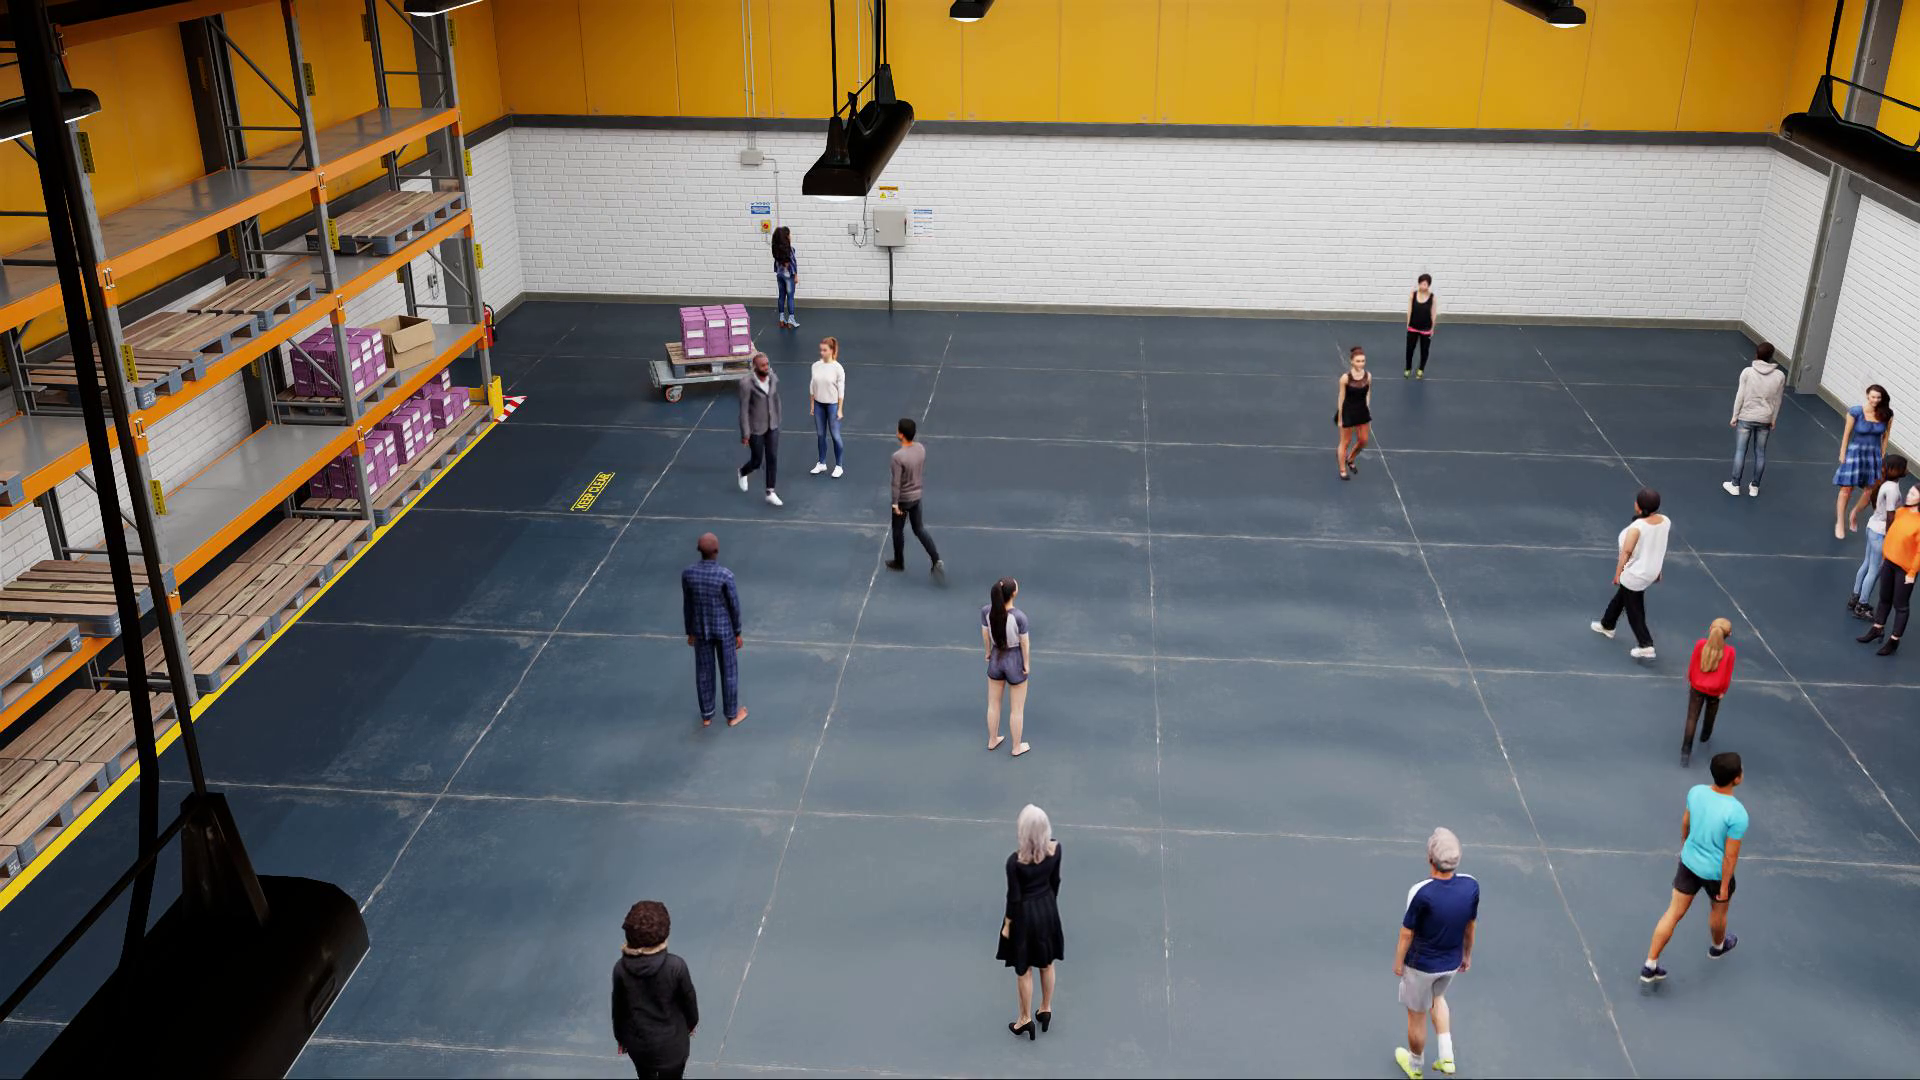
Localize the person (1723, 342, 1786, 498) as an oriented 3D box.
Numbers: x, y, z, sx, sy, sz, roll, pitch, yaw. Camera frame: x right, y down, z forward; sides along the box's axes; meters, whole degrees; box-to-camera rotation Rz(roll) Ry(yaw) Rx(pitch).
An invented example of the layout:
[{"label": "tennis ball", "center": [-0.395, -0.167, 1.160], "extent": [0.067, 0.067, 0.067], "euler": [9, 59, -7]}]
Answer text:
[{"label": "person", "center": [9.378, -1.425, 19.623], "extent": [0.684, 1.851, 0.603], "euler": [4, 24, 9]}]

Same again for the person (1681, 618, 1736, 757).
[{"label": "person", "center": [6.355, 1.269, 14.190], "extent": [0.711, 1.265, 0.970], "euler": [12, 26, 25]}]

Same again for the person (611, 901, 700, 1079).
[{"label": "person", "center": [-1.781, 2.953, 9.732], "extent": [0.713, 1.752, 0.997], "euler": [-1, 24, -2]}]

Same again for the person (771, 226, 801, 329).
[{"label": "person", "center": [-2.734, -4.142, 26.143], "extent": [0.697, 1.607, 0.722], "euler": [18, 29, 35]}]

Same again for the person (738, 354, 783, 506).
[{"label": "person", "center": [-2.364, -1.315, 19.430], "extent": [1.065, 1.803, 1.130], "euler": [-18, 29, -35]}]

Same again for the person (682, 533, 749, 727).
[{"label": "person", "center": [-2.163, 0.785, 14.608], "extent": [0.660, 1.819, 0.579], "euler": [3, 24, 7]}]

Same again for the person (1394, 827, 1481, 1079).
[{"label": "person", "center": [2.985, 2.648, 10.333], "extent": [0.783, 1.829, 0.840], "euler": [-8, 25, -17]}]

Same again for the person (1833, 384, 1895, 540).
[{"label": "person", "center": [9.976, -0.883, 18.452], "extent": [0.681, 1.796, 0.692], "euler": [4, 24, 10]}]

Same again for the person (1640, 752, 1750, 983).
[{"label": "person", "center": [5.000, 2.272, 11.317], "extent": [1.151, 1.729, 1.195], "euler": [-13, 27, -28]}]

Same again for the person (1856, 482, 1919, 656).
[{"label": "person", "center": [9.011, 0.256, 15.906], "extent": [0.717, 1.748, 0.550], "euler": [-2, 24, -5]}]

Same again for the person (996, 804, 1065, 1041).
[{"label": "person", "center": [0.468, 2.477, 10.826], "extent": [0.699, 1.747, 0.738], "euler": [-14, 27, -28]}]

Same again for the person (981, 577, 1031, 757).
[{"label": "person", "center": [0.399, 1.067, 14.172], "extent": [0.666, 1.651, 0.656], "euler": [12, 26, 26]}]

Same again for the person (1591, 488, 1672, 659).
[{"label": "person", "center": [6.480, 0.337, 15.842], "extent": [1.032, 1.651, 1.181], "euler": [-13, 27, -27]}]

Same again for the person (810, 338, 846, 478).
[{"label": "person", "center": [-1.608, -1.619, 20.230], "extent": [0.676, 1.720, 0.652], "euler": [10, 26, 23]}]

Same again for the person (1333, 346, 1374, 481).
[{"label": "person", "center": [4.727, -1.552, 20.144], "extent": [0.683, 1.666, 0.721], "euler": [-6, 24, -12]}]

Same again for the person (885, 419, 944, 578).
[{"label": "person", "center": [-0.483, -0.417, 17.445], "extent": [1.056, 1.748, 1.101], "euler": [-12, 26, -26]}]

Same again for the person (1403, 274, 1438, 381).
[{"label": "person", "center": [6.620, -3.072, 23.782], "extent": [0.650, 1.539, 0.718], "euler": [9, 25, 20]}]

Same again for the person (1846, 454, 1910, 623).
[{"label": "person", "center": [9.197, -0.044, 16.628], "extent": [0.679, 1.719, 0.520], "euler": [6, 24, 14]}]
